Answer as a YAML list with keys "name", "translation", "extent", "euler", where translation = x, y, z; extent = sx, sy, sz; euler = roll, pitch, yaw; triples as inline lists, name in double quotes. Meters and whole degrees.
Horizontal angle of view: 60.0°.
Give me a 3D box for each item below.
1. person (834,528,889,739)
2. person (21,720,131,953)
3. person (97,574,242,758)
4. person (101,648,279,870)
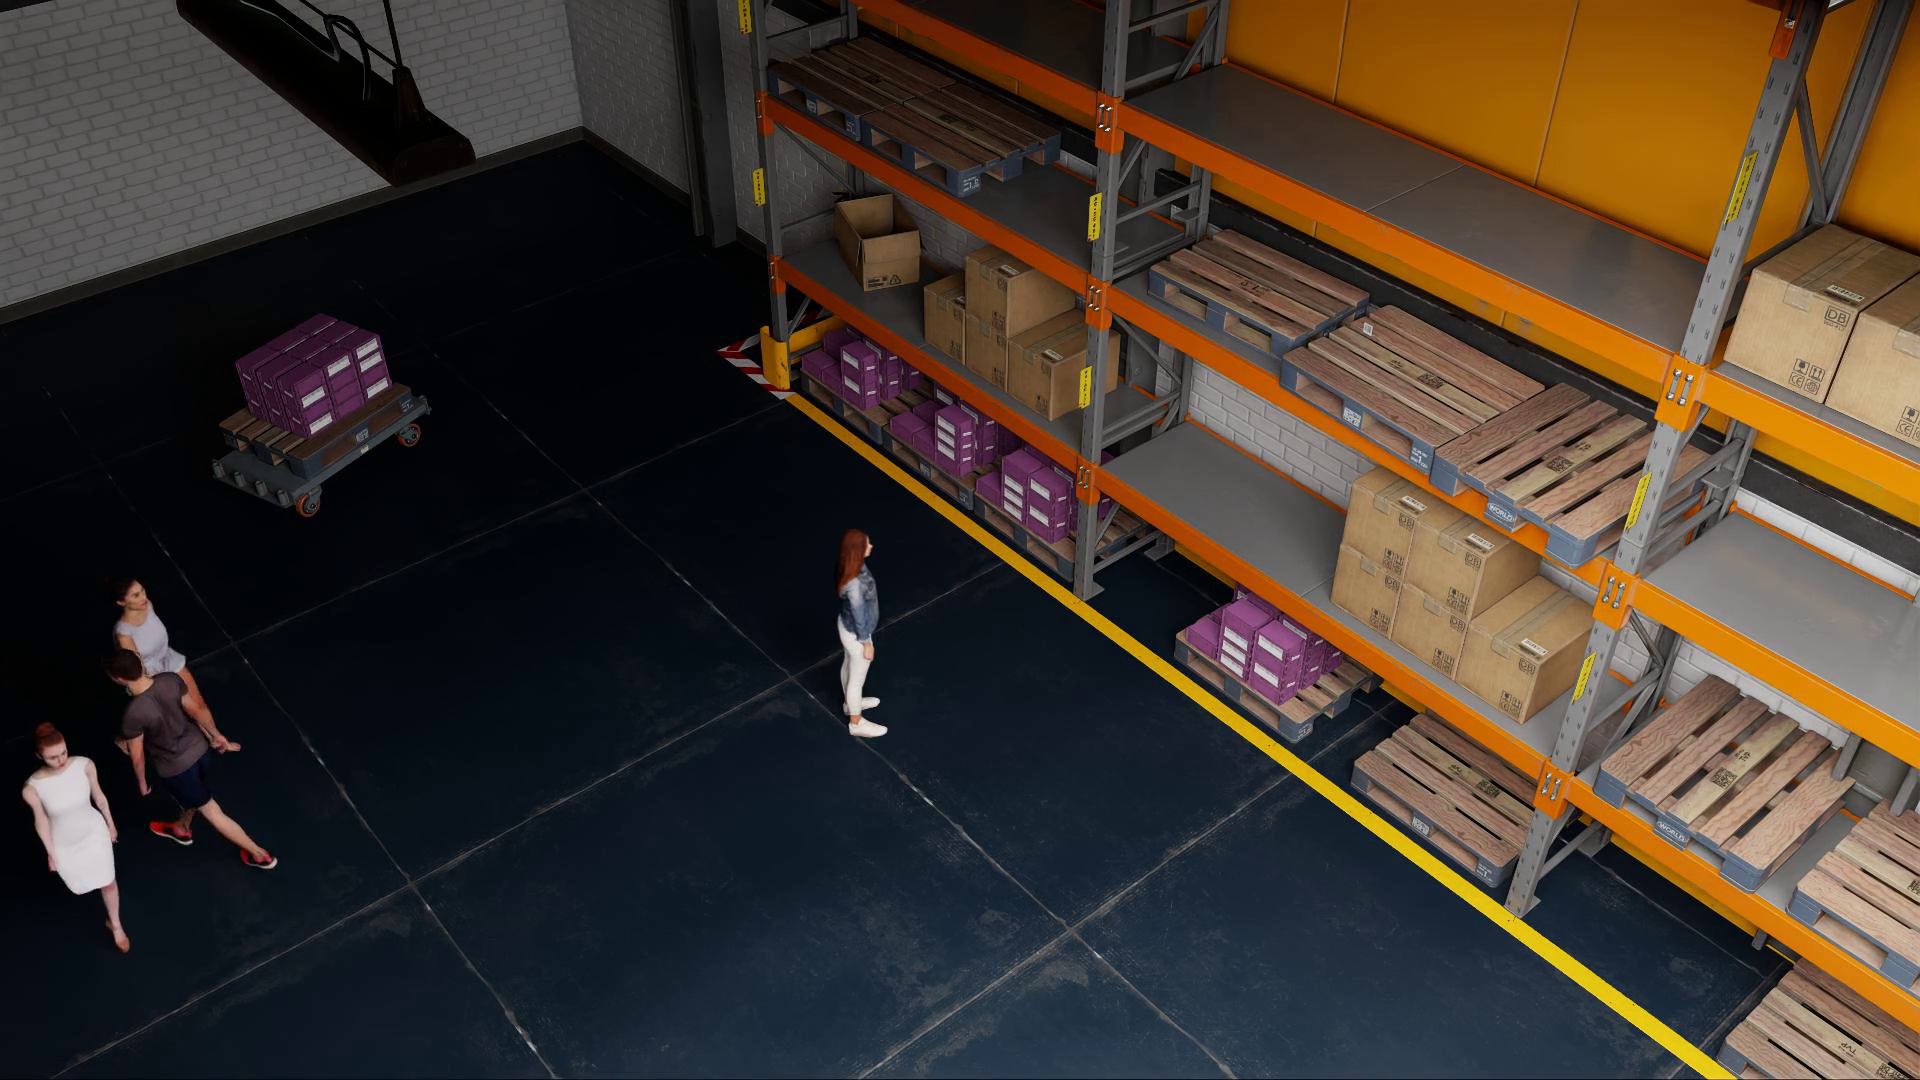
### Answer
- name: "person"
  translation: [-0.724, 0.613, 11.341]
  extent: [0.749, 1.702, 0.628]
  euler: [-6, 39, -8]
- name: "person"
  translation: [-5.249, 1.728, 9.888]
  extent: [0.608, 1.774, 0.845]
  euler: [-24, 44, -27]
- name: "person"
  translation: [-5.472, 0.882, 11.109]
  extent: [1.090, 1.572, 1.017]
  euler: [5, 39, 6]
- name: "person"
  translation: [-4.725, 1.409, 10.266]
  extent: [1.296, 1.800, 1.126]
  euler: [11, 40, 14]
